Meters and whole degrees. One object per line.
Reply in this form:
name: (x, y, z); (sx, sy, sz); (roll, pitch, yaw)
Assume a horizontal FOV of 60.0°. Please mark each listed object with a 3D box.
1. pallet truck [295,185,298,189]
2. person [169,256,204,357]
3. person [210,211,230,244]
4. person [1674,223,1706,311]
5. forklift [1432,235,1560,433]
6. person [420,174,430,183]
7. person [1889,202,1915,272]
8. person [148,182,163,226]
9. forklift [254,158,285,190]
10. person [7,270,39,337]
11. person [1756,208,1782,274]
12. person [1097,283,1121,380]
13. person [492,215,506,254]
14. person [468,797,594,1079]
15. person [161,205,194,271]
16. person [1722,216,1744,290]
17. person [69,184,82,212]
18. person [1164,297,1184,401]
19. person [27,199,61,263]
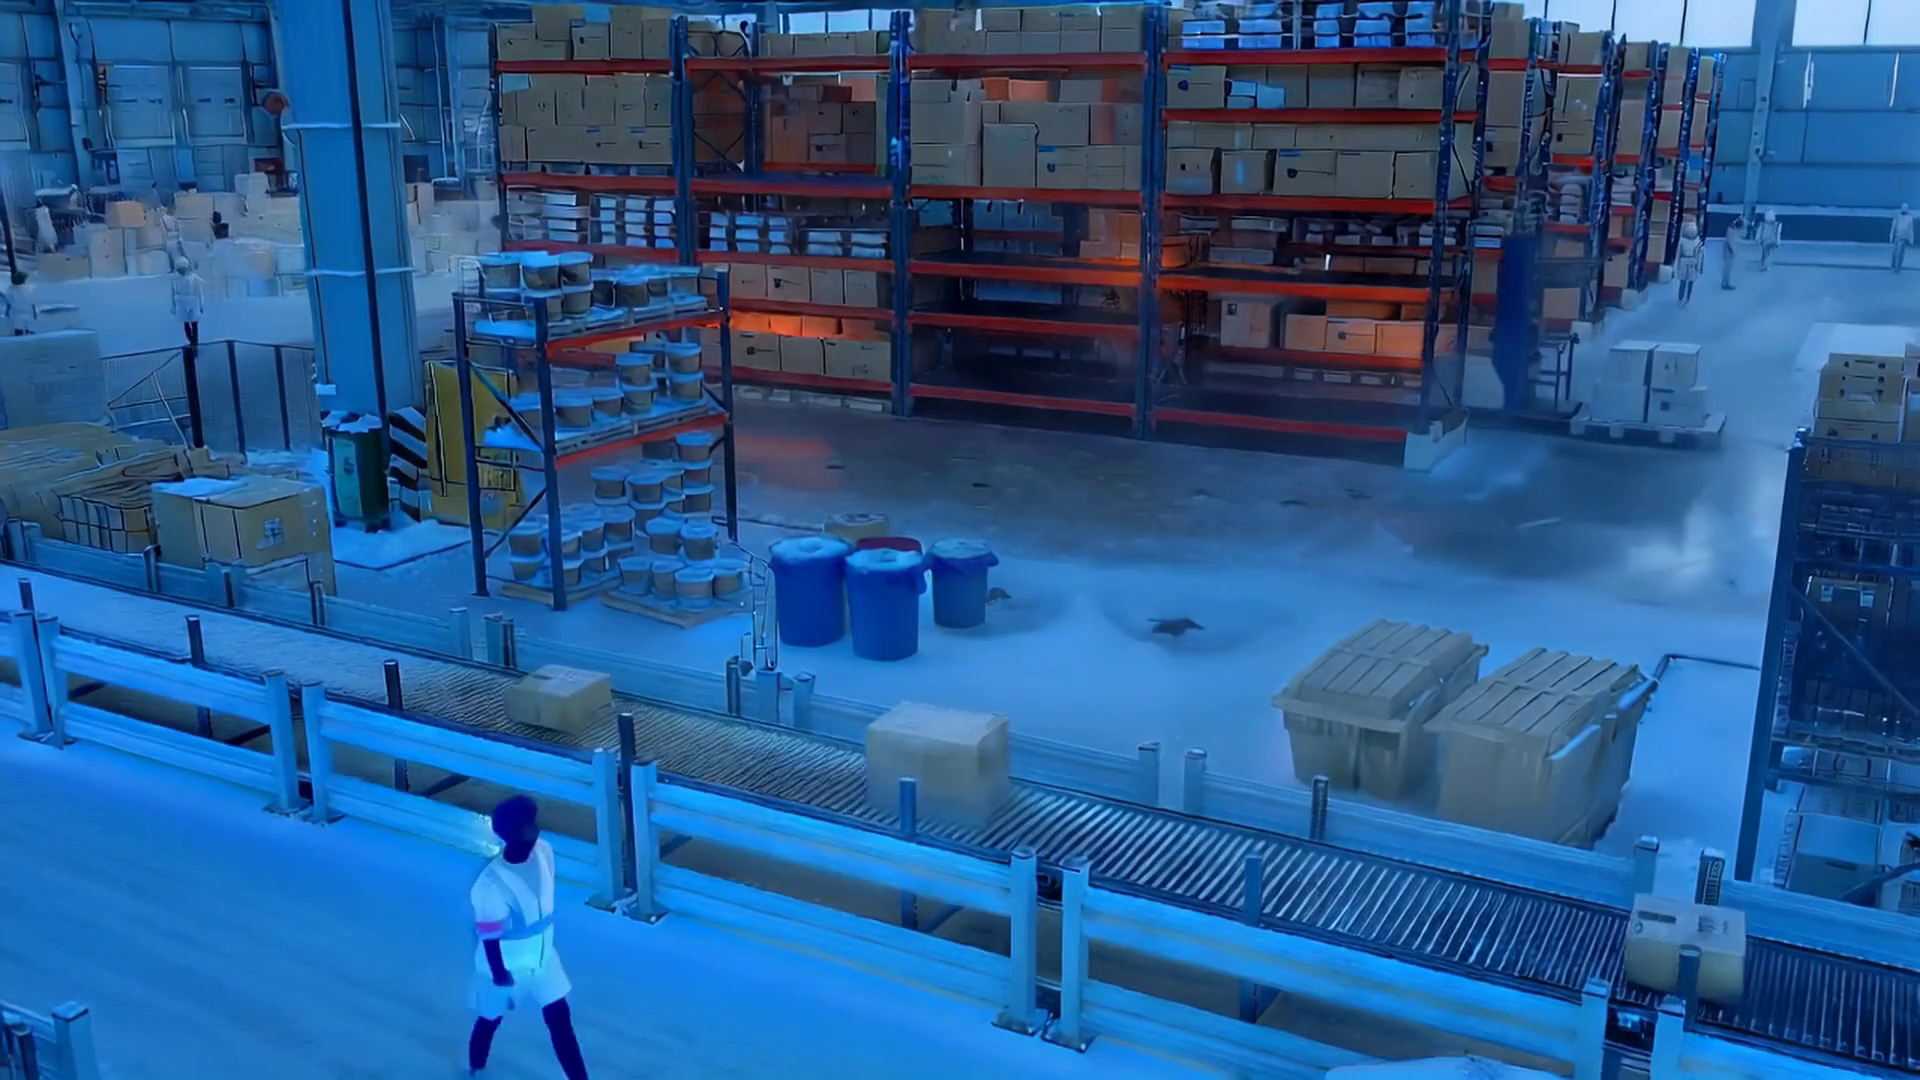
pallet truck: (-26.804, -14.617, 69.738); (1.885, 1.965, 0.823); (-14, 20, -42)
person: (-14.733, -4.439, 31.670); (0.557, 1.892, 0.944); (-3, 15, -11)
person: (-19.507, -7.717, 43.952); (0.378, 1.917, 0.597); (6, 16, 22)
person: (16.858, -6.309, 38.444); (0.632, 2.024, 0.454); (8, 17, 27)
forklift: (8.192, -3.126, 24.852); (1.873, 2.768, 1.129); (8, 17, 28)
person: (-21.177, -13.570, 66.016); (0.356, 1.887, 0.572); (7, 17, 25)
person: (26.697, -8.601, 47.180); (0.622, 1.968, 0.802); (7, 17, 26)
person: (-28.784, -11.903, 59.740); (0.958, 1.892, 0.630); (-4, 15, -13)
forklift: (-23.549, -11.670, 56.970); (1.873, 2.768, 1.129); (8, 17, 27)
person: (-17.727, -4.261, 31.455); (0.643, 1.666, 0.415); (1, 15, 4)
person: (22.572, -8.347, 46.485); (0.445, 1.829, 0.651); (-14, 20, -42)
person: (2.511, -3.604, 28.515); (0.402, 1.906, 0.651); (-3, 15, -11)
person: (-11.624, -7.310, 42.403); (0.841, 1.939, 0.603); (-9, 17, -30)
person: (-2.071, 2.000, 7.932); (0.884, 1.640, 0.548); (8, 17, 27)
person: (-22.232, -8.548, 47.163); (0.914, 1.897, 0.559); (8, 17, 27)
person: (19.870, -7.381, 42.769); (0.437, 1.883, 0.706); (11, 19, 36)
person: (-34.124, -12.891, 63.999); (0.525, 1.617, 0.707); (7, 16, 24)
person: (3.474, -3.116, 27.075); (0.318, 1.700, 0.535); (-3, 15, -10)
person: (-27.455, -9.249, 49.785); (0.652, 1.881, 1.038); (9, 17, 30)
